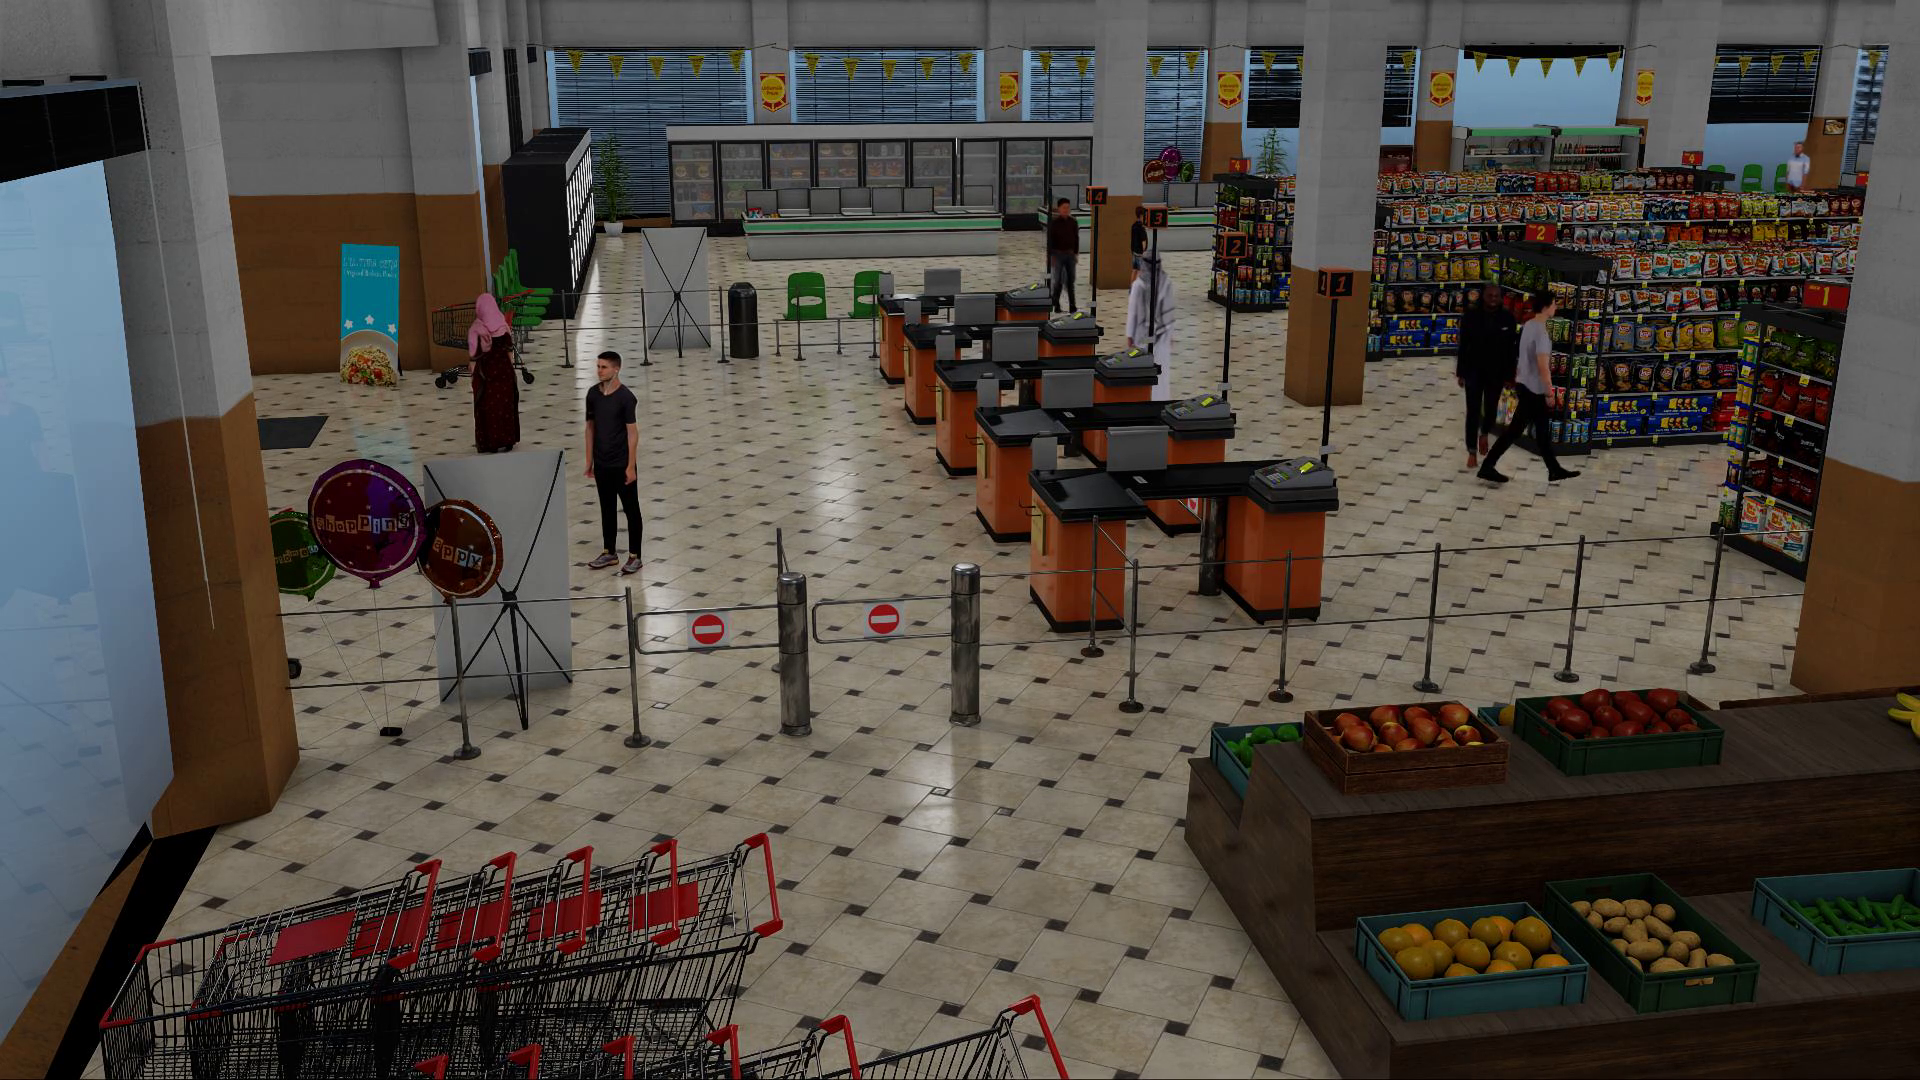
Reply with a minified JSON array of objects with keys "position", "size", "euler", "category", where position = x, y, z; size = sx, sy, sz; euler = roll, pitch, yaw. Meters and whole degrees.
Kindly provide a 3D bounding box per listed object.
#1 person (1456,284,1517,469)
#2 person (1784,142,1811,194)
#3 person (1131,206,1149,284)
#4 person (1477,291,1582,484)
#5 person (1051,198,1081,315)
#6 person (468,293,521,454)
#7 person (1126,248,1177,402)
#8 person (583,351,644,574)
[{"position":[5.208,-1.640,16.496],"size":[1.210,1.786,1.069],"euler":[4,17,12],"category":"person"},{"position":[19.028,-8.104,37.775],"size":[1.194,1.790,1.016],"euler":[-13,21,-36],"category":"person"},{"position":[2.948,-4.751,27.318],"size":[0.563,1.450,0.569],"euler":[-6,18,-19],"category":"person"},{"position":[5.268,-1.385,15.603],"size":[1.287,1.816,0.942],"euler":[2,17,7],"category":"person"},{"position":[1.542,-4.314,25.356],"size":[0.909,1.754,0.784],"euler":[-5,18,-16],"category":"person"},{"position":[-4.769,-1.711,16.984],"size":[0.702,1.637,0.818],"euler":[-12,21,-35],"category":"person"},{"position":[2.097,-2.210,18.133],"size":[0.592,1.924,0.744],"euler":[-3,17,-11],"category":"person"},{"position":[-2.734,-0.625,13.188],"size":[0.681,1.765,0.780],"euler":[8,19,24],"category":"person"}]
